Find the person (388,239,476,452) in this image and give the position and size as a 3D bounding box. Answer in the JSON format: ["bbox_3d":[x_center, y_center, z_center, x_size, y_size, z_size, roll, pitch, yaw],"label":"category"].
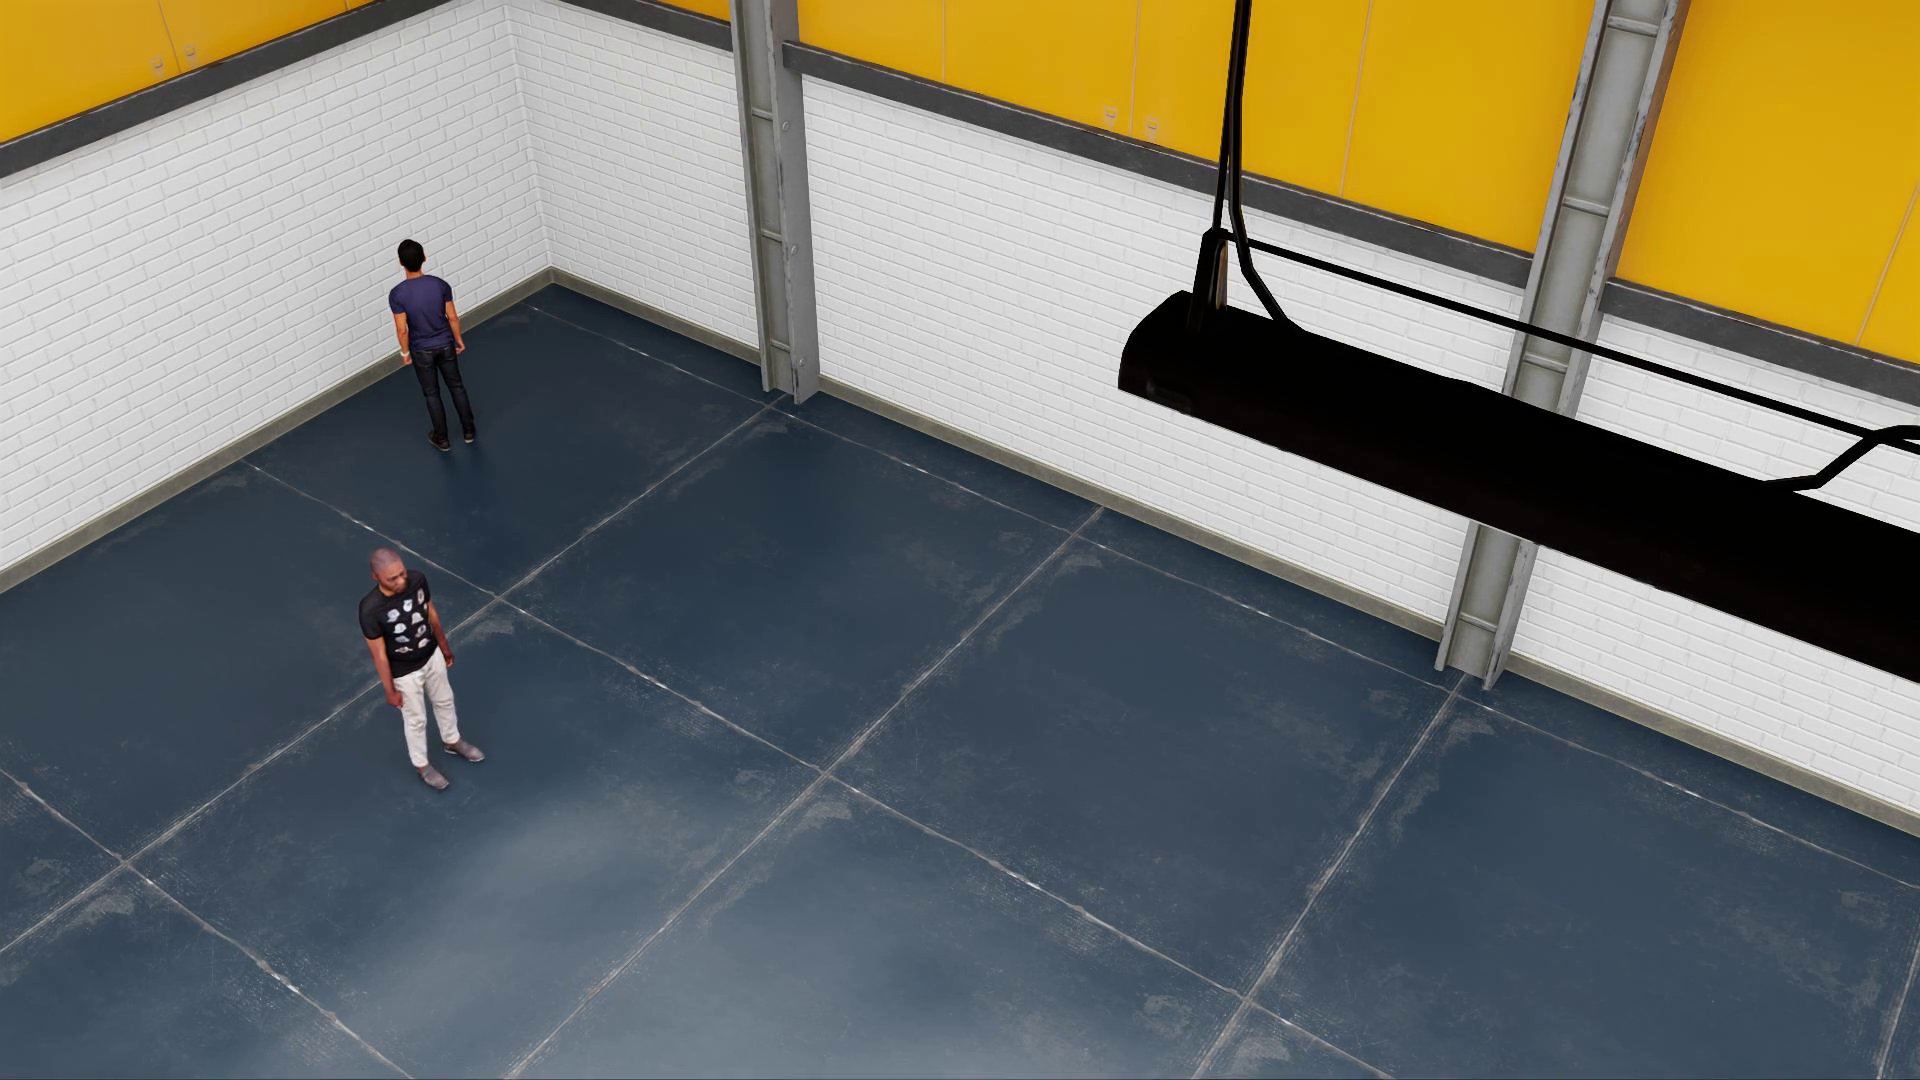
[{"bbox_3d":[-4.106,-1.509,12.927,0.716,1.792,0.658,-22,44,-25],"label":"person"}]

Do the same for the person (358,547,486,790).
[{"bbox_3d":[-3.331,0.742,10.102,0.607,1.800,0.662,21,43,24],"label":"person"}]
